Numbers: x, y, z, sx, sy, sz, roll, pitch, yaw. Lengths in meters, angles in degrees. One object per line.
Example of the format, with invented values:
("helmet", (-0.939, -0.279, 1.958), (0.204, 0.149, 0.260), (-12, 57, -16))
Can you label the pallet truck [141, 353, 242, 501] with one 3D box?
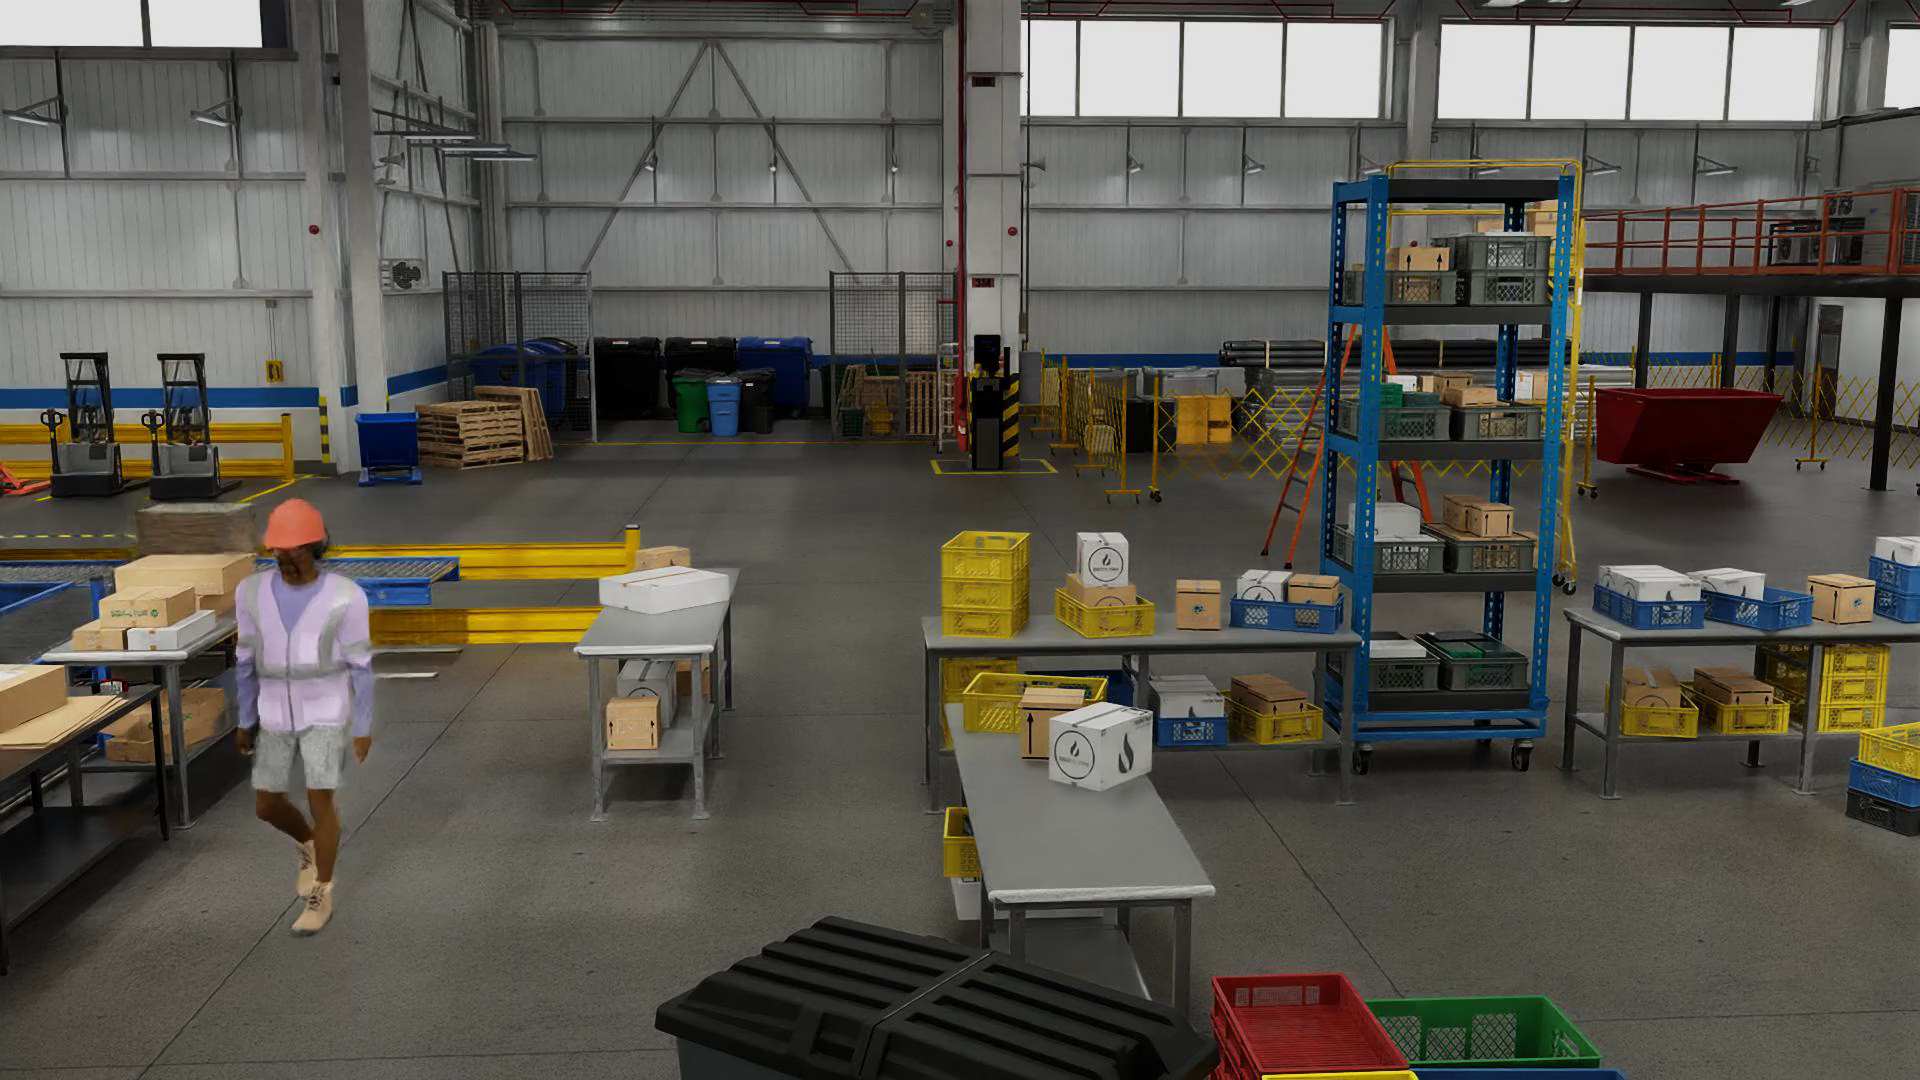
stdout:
("pallet truck", (-10.520, -1.604, 22.925), (0.823, 1.965, 1.885), (-1, 9, -6))

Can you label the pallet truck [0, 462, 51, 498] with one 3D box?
("pallet truck", (-13.193, -1.293, 23.148), (0.653, 1.274, 1.630), (-1, 9, -4))

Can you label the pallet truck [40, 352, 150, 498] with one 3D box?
("pallet truck", (-11.907, -1.642, 23.165), (0.823, 1.965, 1.885), (0, 9, 0))

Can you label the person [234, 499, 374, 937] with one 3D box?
("person", (-3.029, 0.802, 7.712), (0.645, 2.029, 0.513), (0, 9, 0))
